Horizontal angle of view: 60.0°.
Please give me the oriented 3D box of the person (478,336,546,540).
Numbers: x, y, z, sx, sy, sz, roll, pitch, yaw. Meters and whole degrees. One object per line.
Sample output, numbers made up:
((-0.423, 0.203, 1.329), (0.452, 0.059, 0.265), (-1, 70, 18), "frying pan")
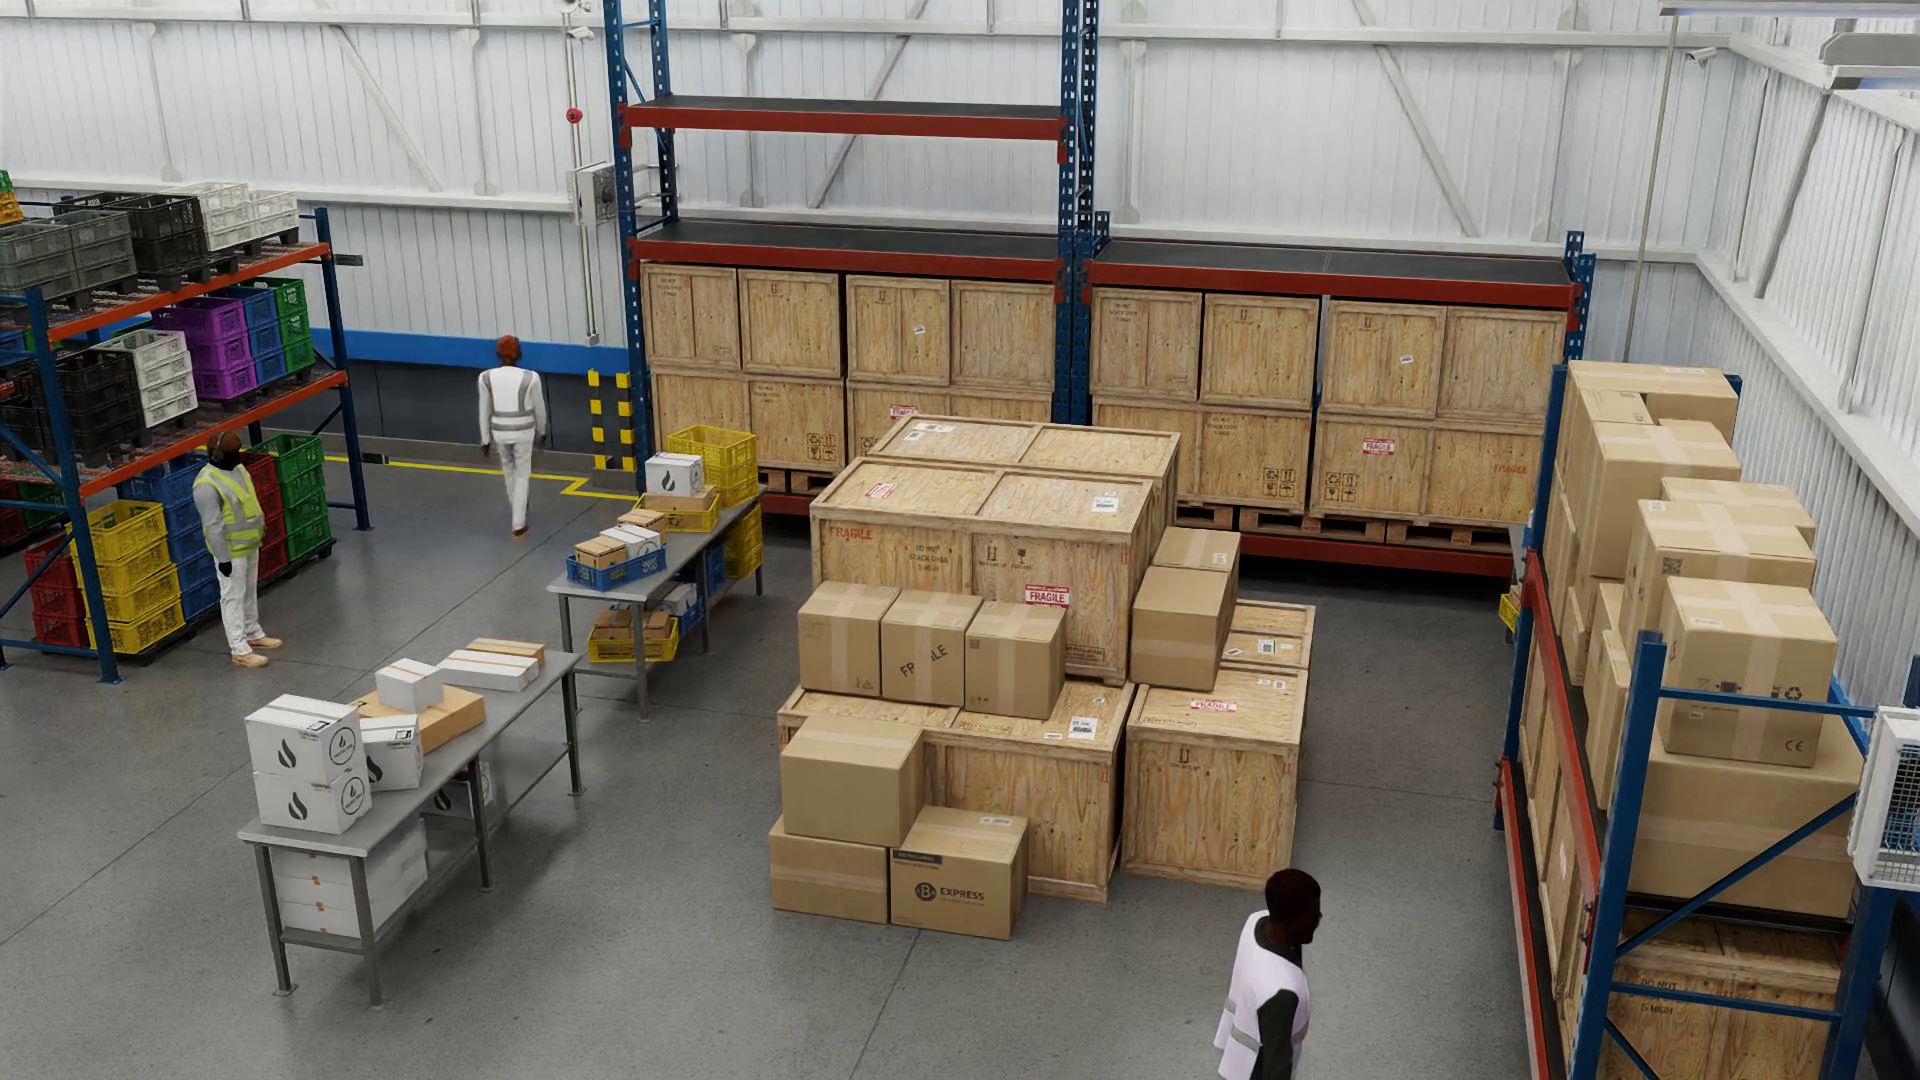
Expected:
((-4.091, -0.990, 15.399), (0.569, 1.847, 0.875), (2, 21, 5), "person")

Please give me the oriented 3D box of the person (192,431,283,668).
((-5.511, 0.052, 12.696), (0.429, 1.839, 0.623), (0, 21, -1), "person")

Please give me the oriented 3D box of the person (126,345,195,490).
((-7.129, -0.822, 14.840), (0.629, 1.940, 0.373), (-2, 21, -6), "person")

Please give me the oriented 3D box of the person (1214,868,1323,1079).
((1.262, 2.211, 6.955), (0.389, 1.908, 0.584), (0, 21, 1), "person")
